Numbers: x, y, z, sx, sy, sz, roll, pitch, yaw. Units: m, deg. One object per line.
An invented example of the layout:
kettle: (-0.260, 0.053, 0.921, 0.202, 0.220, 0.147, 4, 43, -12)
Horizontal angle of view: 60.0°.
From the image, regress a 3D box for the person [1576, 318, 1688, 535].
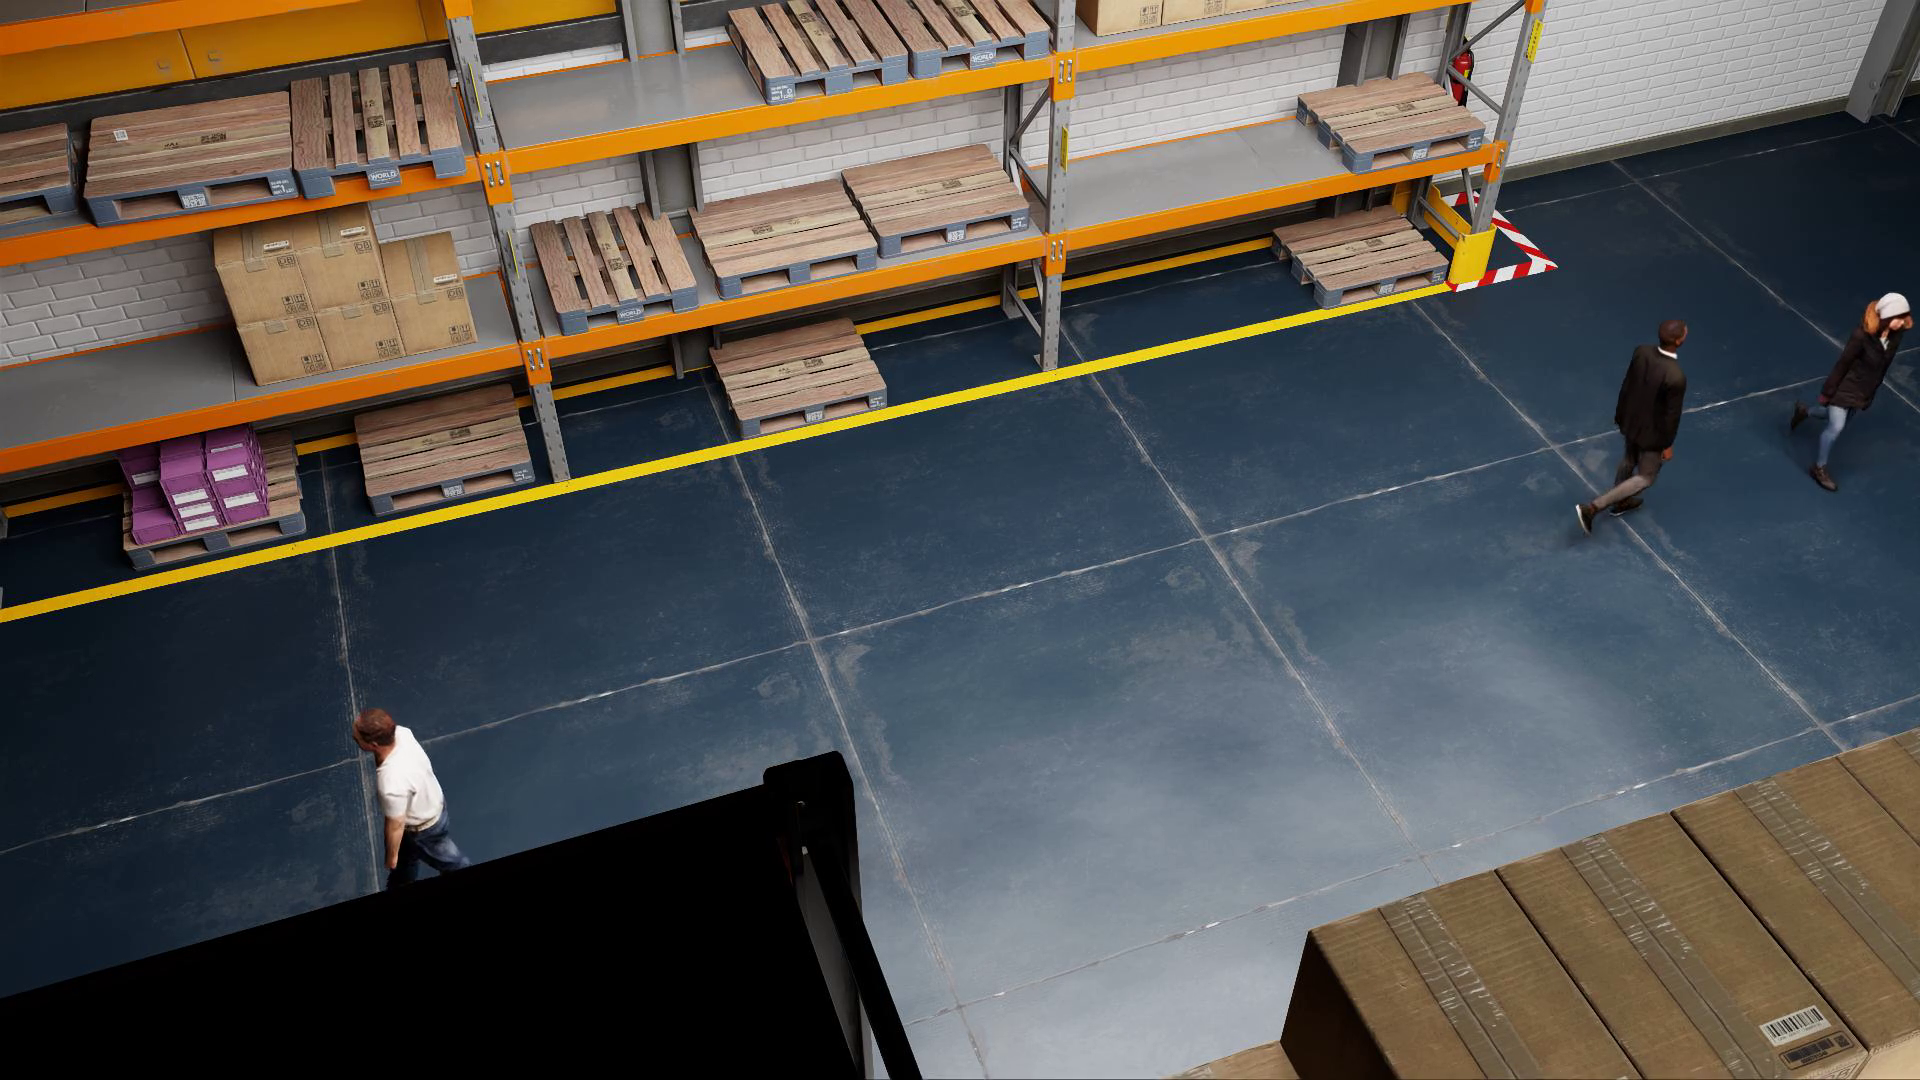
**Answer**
person: (4.749, -0.757, 11.653, 0.953, 1.787, 0.708, -13, 45, -13)

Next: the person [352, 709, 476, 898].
person: (-2.880, 1.549, 9.204, 1.095, 1.827, 0.806, -7, 44, -7)

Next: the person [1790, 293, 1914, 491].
person: (6.507, -1.182, 12.222, 0.890, 1.618, 0.712, -12, 45, -12)
